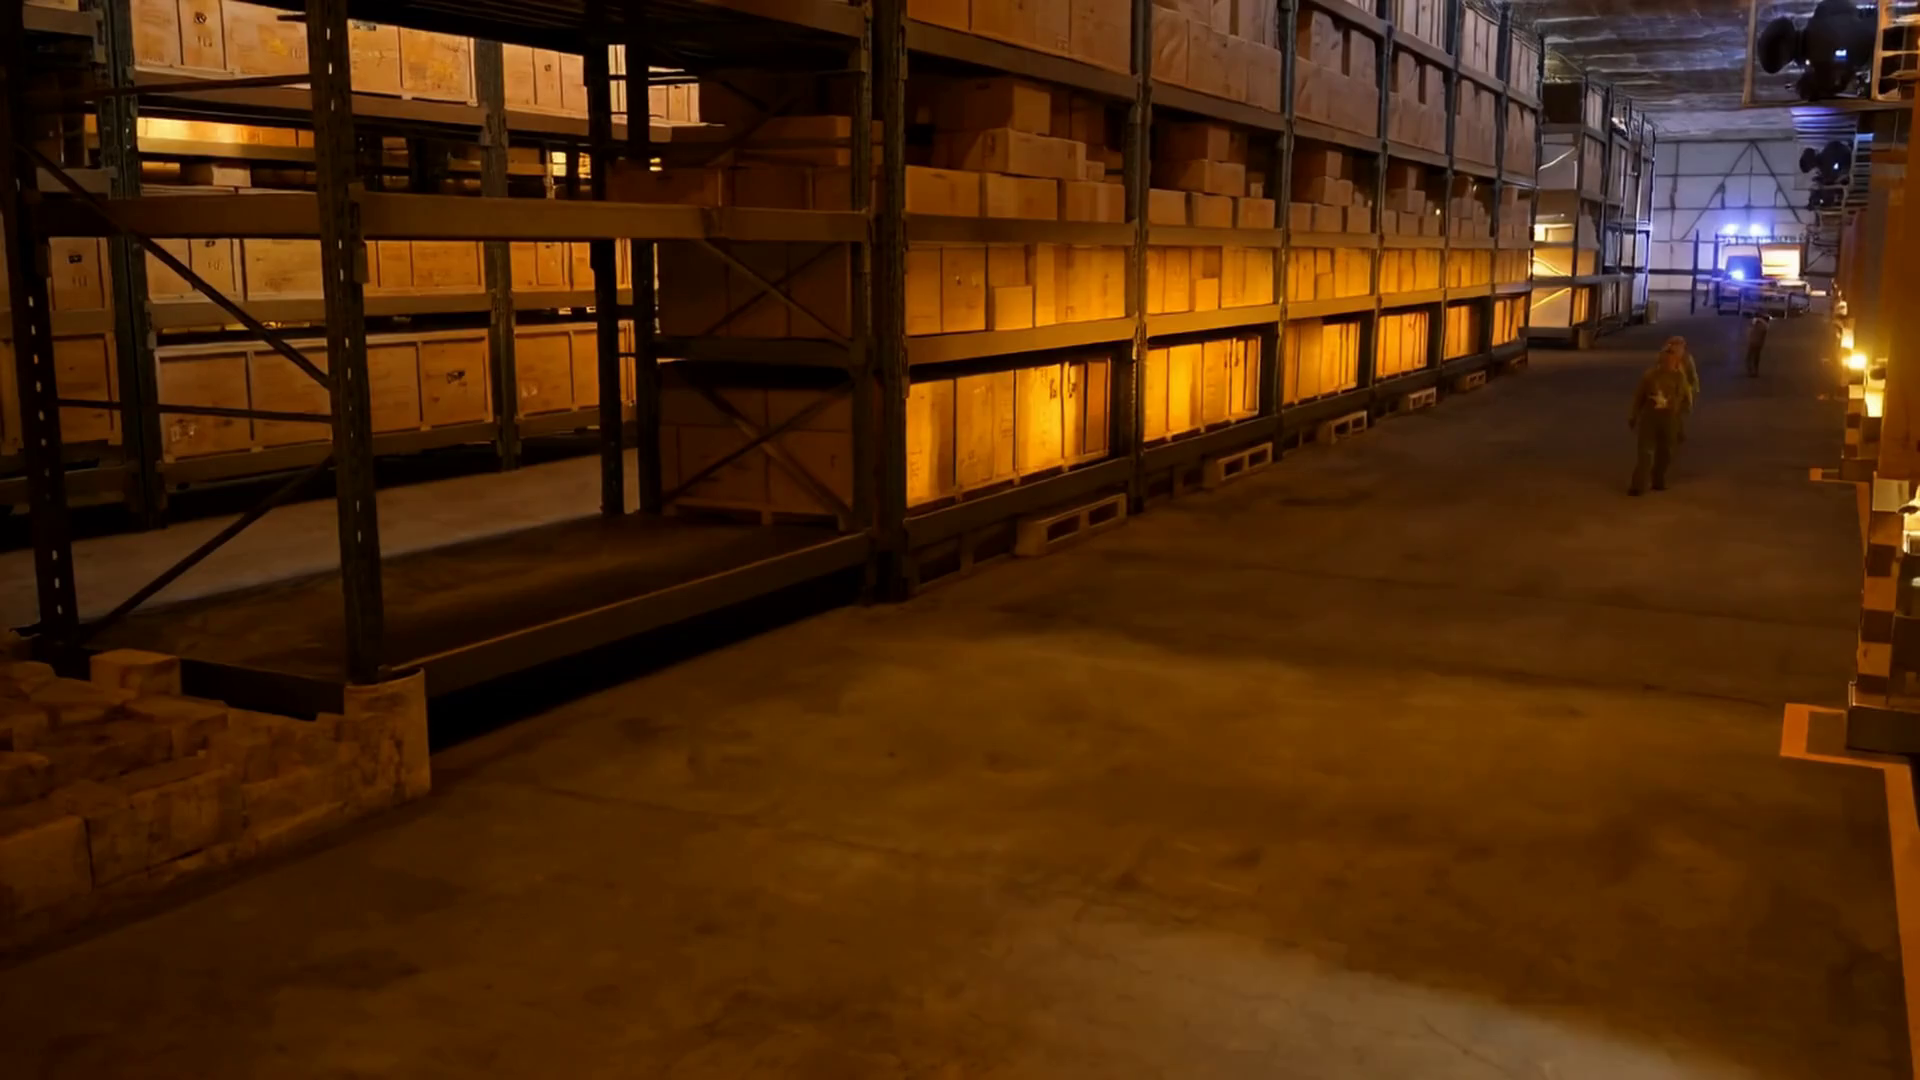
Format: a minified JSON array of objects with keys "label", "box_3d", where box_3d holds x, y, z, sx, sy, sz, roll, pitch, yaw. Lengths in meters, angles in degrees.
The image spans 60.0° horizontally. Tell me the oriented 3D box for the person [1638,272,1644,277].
[{"label":"person","box_3d":[36.364,-13.973,88.860,0.509,1.629,0.317,2,10,11]}]
